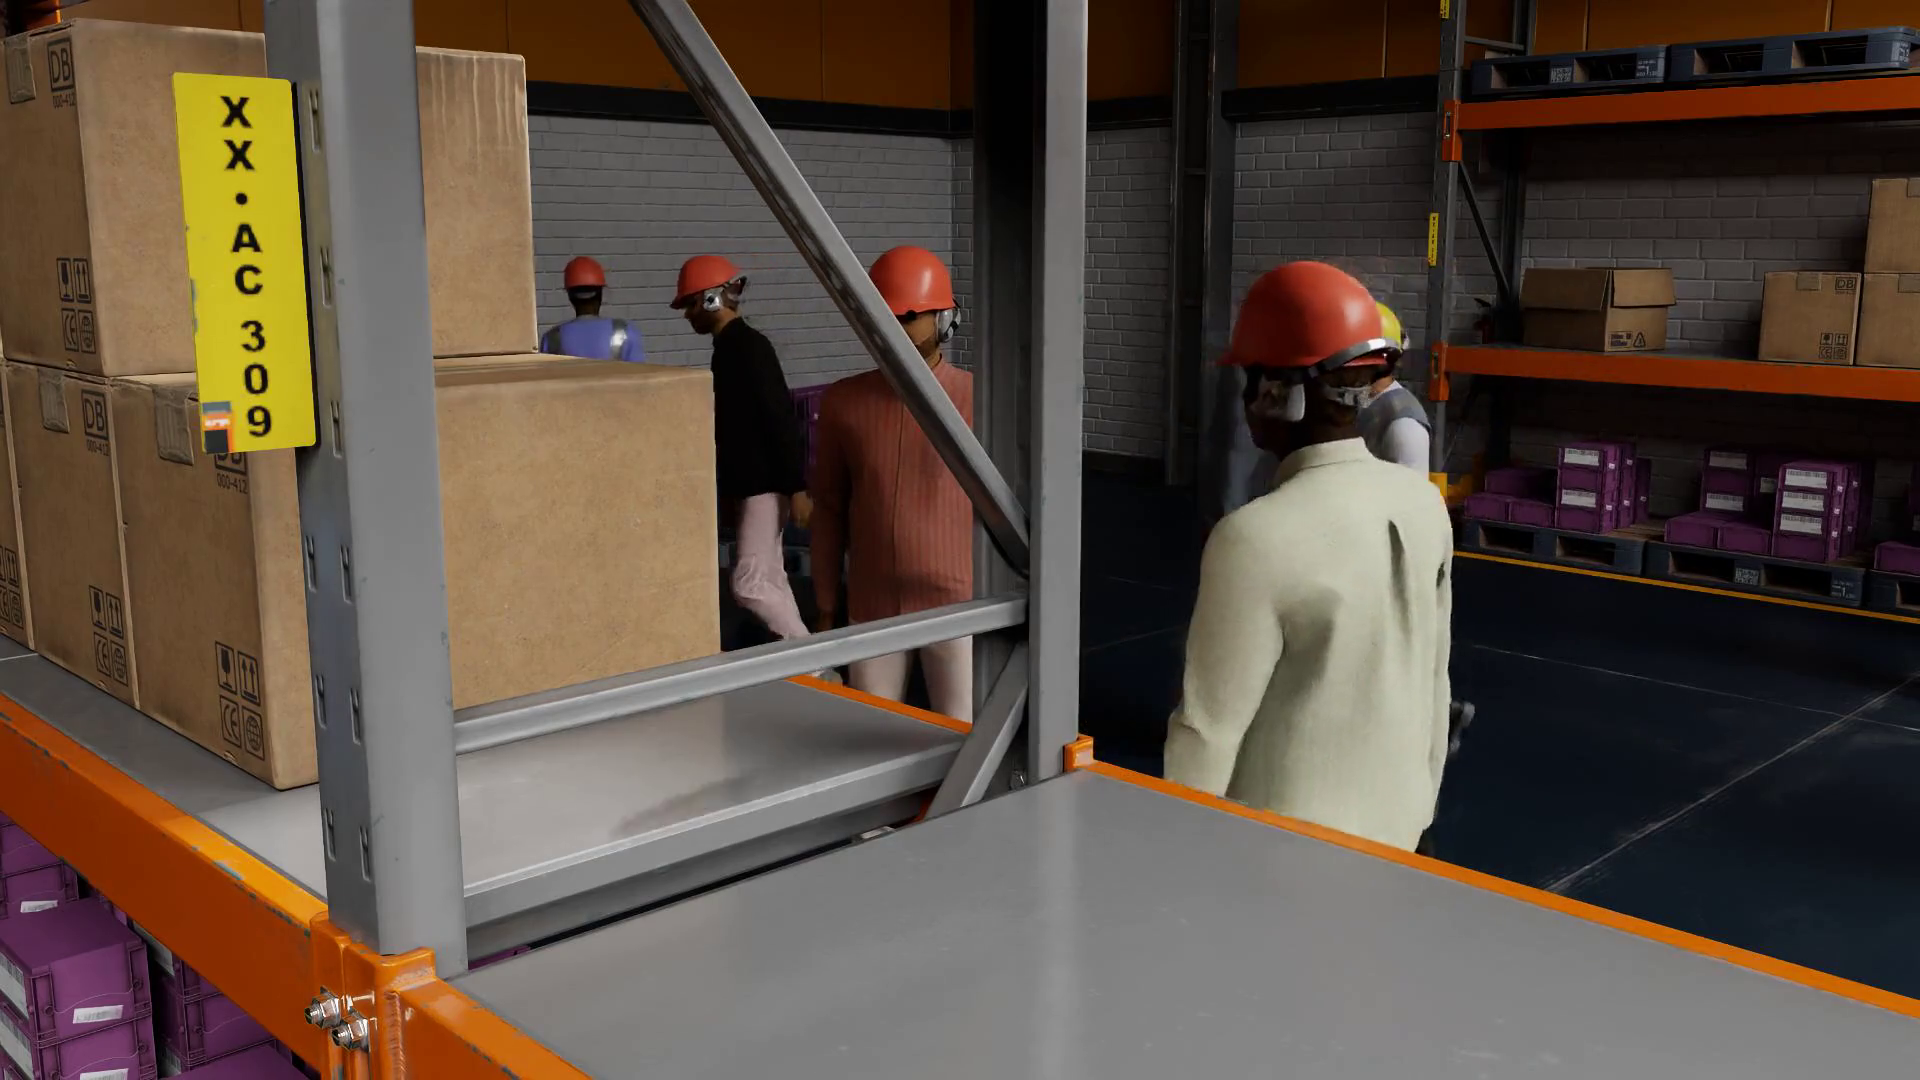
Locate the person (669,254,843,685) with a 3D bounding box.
[{"bbox_3d":[-0.883,-0.201,6.921,0.593,1.940,0.649,-3,11,-18],"label":"person"}]

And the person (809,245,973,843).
[{"bbox_3d":[-0.126,0.184,4.667,0.623,1.992,0.396,2,11,13],"label":"person"}]

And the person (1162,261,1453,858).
[{"bbox_3d":[0.509,0.506,2.965,0.814,1.967,0.642,9,14,42],"label":"person"}]

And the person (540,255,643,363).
[{"bbox_3d":[-1.957,-0.565,8.957,0.582,1.917,0.774,0,10,2],"label":"person"}]

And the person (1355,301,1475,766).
[{"bbox_3d":[1.515,0.047,5.929,0.711,1.806,0.594,-1,10,-6],"label":"person"}]

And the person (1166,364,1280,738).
[{"bbox_3d":[1.163,-0.086,6.390,0.771,1.900,0.641,1,10,8],"label":"person"}]
